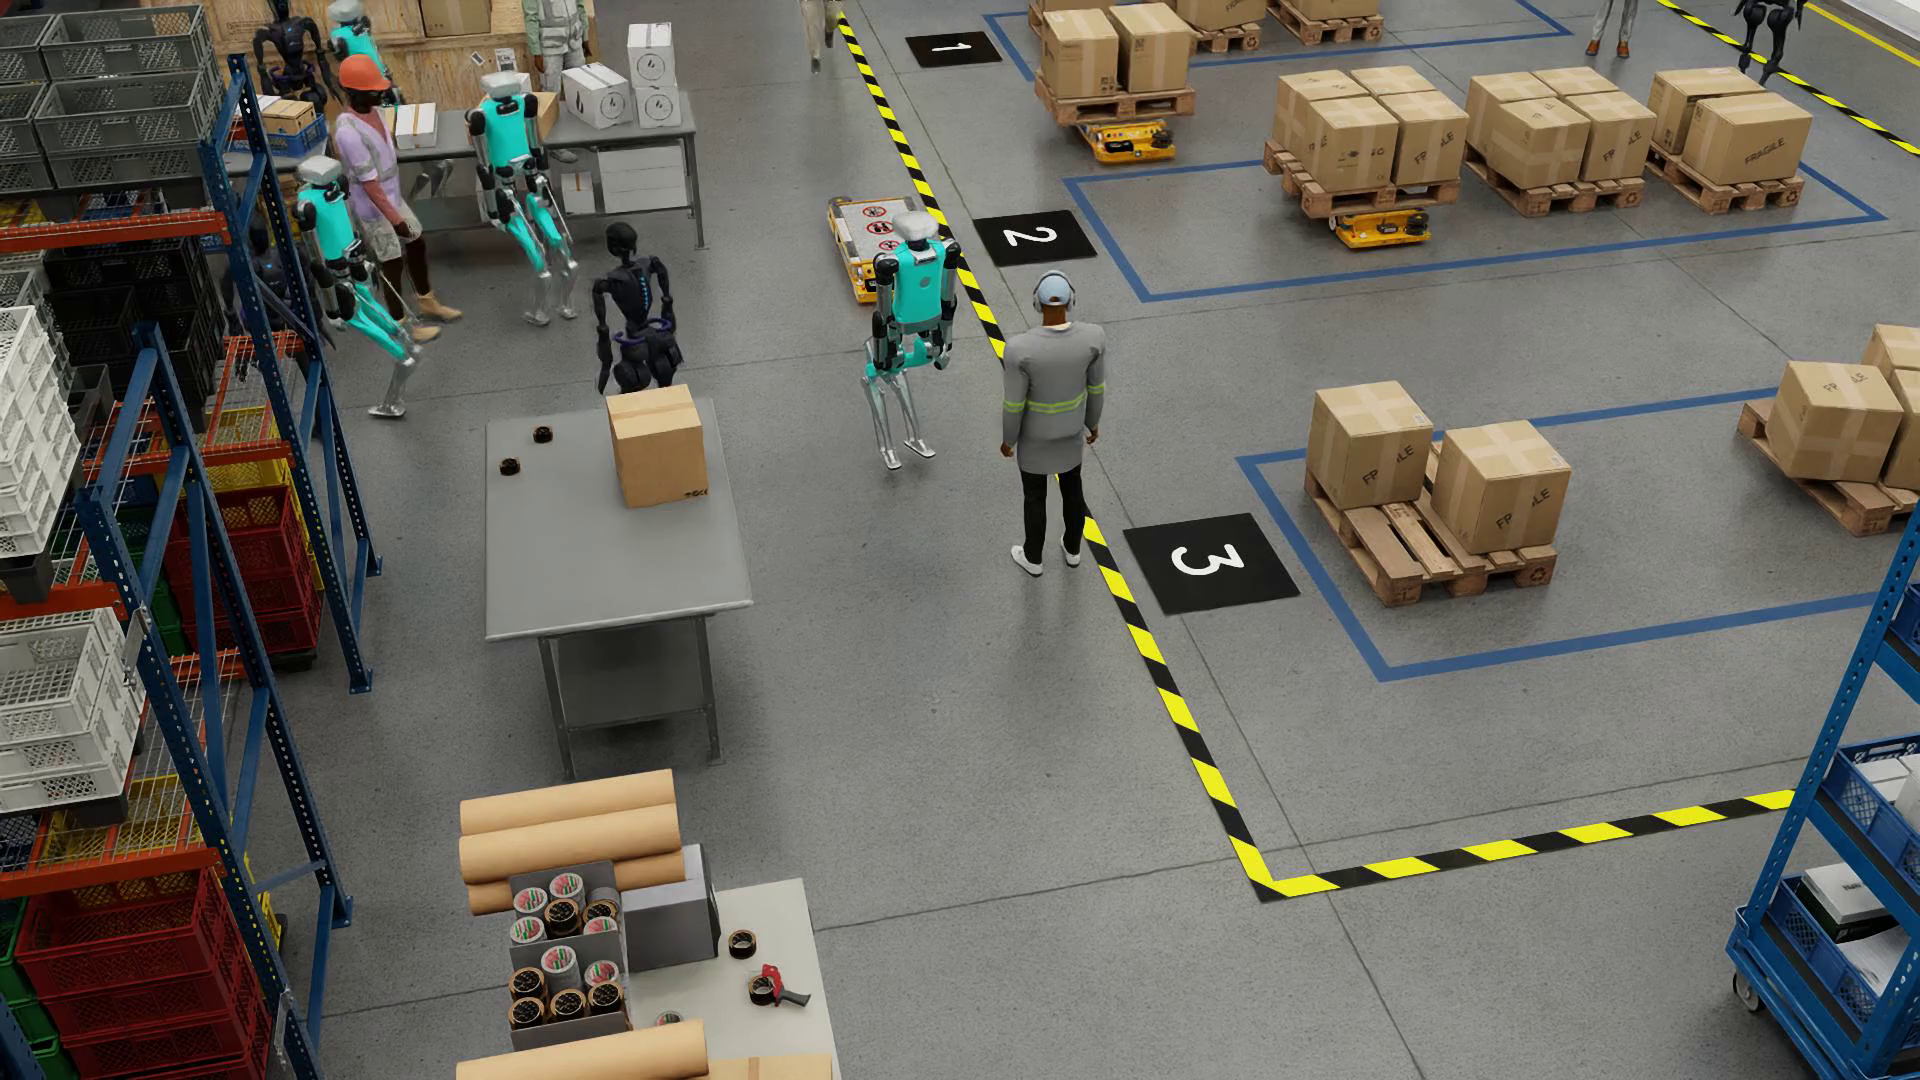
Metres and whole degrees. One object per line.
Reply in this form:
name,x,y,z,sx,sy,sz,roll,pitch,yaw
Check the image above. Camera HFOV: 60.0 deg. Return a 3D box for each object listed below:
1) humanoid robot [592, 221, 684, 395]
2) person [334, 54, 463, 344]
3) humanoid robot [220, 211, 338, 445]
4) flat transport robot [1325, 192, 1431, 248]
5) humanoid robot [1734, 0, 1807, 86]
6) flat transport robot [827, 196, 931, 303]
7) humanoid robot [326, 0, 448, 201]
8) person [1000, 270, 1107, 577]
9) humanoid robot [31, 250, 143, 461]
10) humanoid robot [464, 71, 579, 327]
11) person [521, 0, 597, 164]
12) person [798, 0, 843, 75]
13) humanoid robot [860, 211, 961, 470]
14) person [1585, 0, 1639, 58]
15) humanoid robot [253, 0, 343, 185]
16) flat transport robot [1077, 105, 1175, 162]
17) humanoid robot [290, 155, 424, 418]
humanoid robot,-1.872,-1.105,9.854,0.382,1.638,0.584,28,45,32
person,-3.805,-2.256,11.117,0.467,2.026,0.614,2,37,3
humanoid robot,-4.111,-1.227,10.027,0.609,1.651,0.366,-30,46,-34
flat transport robot,3.134,-2.740,13.213,0.652,0.197,1.431,-8,37,-10
humanoid robot,7.180,-4.747,14.758,0.605,1.648,0.464,30,46,34
flat transport robot,-0.570,-2.220,12.538,0.659,0.231,1.431,-8,37,-10
humanoid robot,-4.191,-3.196,12.652,0.908,1.779,0.538,4,37,5
person,0.489,-0.633,9.079,0.596,1.849,0.392,-12,38,-15
humanoid robot,-4.992,-0.941,9.674,0.789,1.623,0.591,9,38,12
humanoid robot,-2.886,-2.253,11.337,0.729,1.772,0.536,29,45,33
person,-3.272,-4.069,13.627,0.411,1.939,0.602,26,44,30
person,-1.322,-5.248,15.359,0.570,1.747,0.608,-4,37,-5
humanoid robot,-0.363,-1.242,9.884,0.533,1.673,0.735,-18,40,-23
person,6.279,-5.471,15.553,0.589,1.884,0.353,10,38,13
humanoid robot,-5.225,-3.546,13.144,0.609,1.661,0.328,-30,46,-34
flat transport robot,1.338,-3.689,14.488,0.652,0.197,1.431,-8,37,-10
humanoid robot,-3.629,-1.512,10.347,0.674,1.788,0.533,6,37,8
